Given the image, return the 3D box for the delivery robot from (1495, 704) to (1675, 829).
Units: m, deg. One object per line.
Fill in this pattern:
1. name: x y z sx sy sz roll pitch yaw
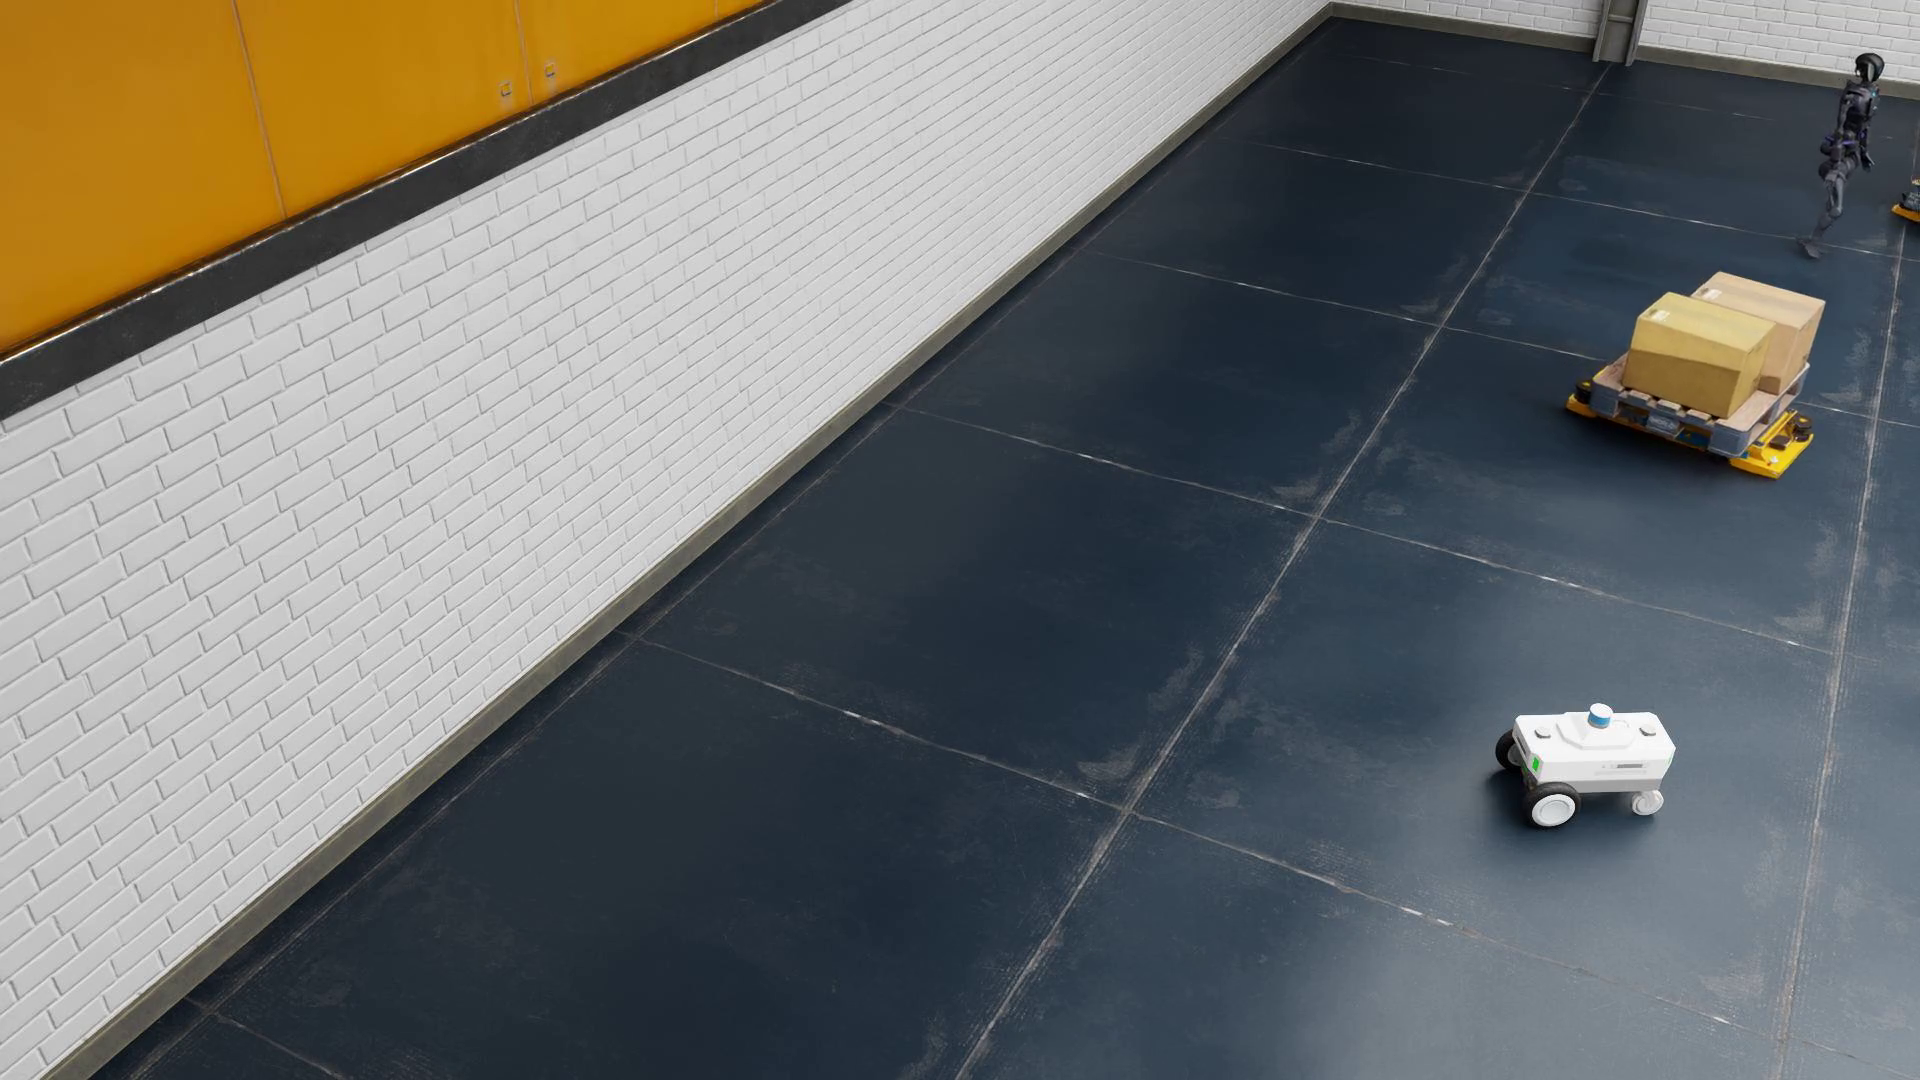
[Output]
1. delivery robot: 3.052 1.068 8.142 0.794 0.606 0.499 -1 34 -2

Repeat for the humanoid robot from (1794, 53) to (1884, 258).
1. humanoid robot: 7.064 -3.058 13.262 0.588 1.655 0.341 -26 42 -33

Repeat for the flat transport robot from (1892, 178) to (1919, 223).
1. flat transport robot: 8.686 -2.658 13.933 0.659 0.231 1.431 -21 39 -28

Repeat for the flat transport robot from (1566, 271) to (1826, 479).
1. flat transport robot: 4.930 -0.847 11.238 1.431 0.231 0.659 26 42 33
